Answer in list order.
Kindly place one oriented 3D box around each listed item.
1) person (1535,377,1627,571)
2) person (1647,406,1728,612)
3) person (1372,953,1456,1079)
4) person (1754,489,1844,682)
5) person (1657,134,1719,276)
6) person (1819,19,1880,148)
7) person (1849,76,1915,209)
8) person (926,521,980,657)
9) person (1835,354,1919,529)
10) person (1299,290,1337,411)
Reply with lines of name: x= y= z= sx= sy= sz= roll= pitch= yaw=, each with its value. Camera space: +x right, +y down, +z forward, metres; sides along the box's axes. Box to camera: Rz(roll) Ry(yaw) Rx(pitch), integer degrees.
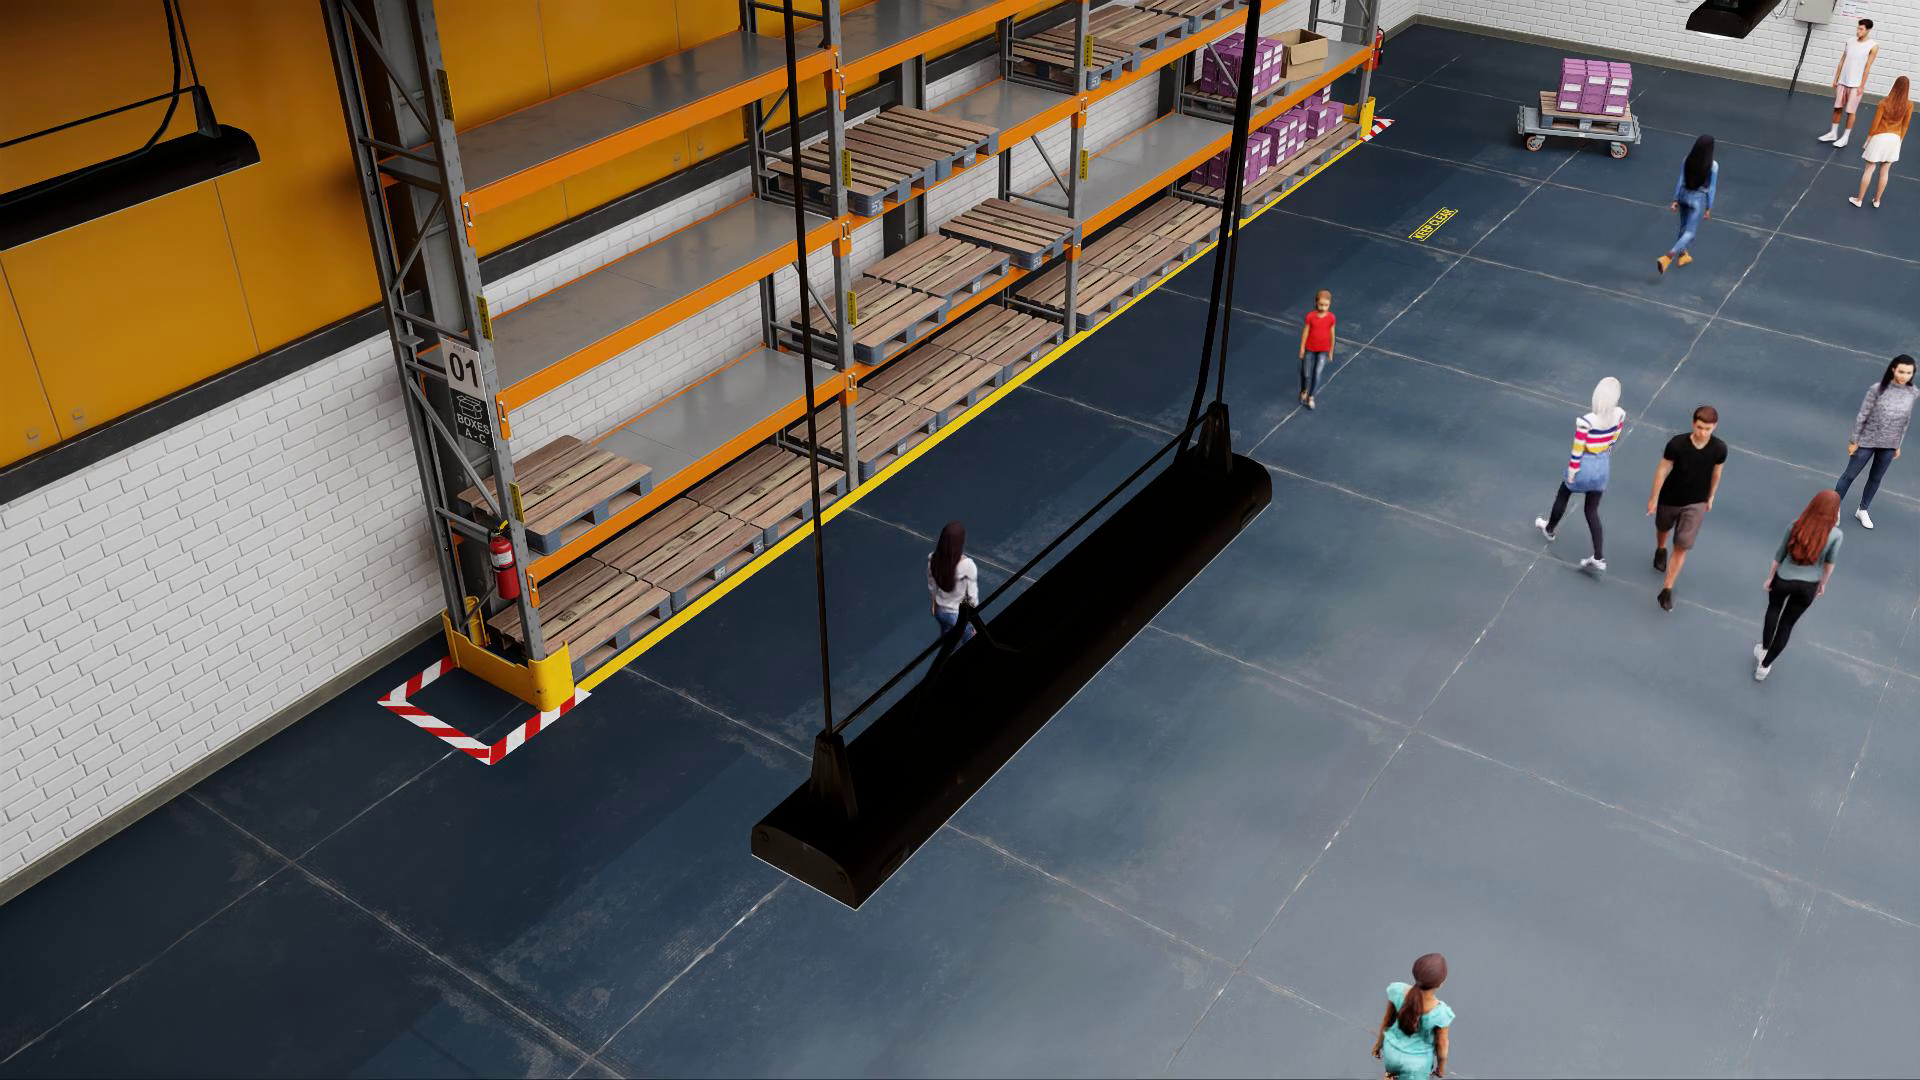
person: x=5.589 y=-0.555 z=14.599 sx=1.165 sy=1.772 sz=1.179 roll=-9 pitch=35 yaw=-13
person: x=6.224 y=-0.393 z=14.324 sx=0.889 sy=1.806 sz=1.313 roll=11 pitch=35 yaw=16
person: x=2.522 y=2.973 z=9.493 sx=0.561 sy=1.547 sz=0.598 roll=25 pitch=41 yaw=32
person: x=6.617 y=0.409 z=13.189 sx=0.642 sy=1.727 sz=0.694 roll=16 pitch=37 yaw=22
person: x=8.678 y=-3.962 z=19.801 sx=1.178 sy=1.686 sz=0.830 roll=-24 pitch=40 yaw=-31
person: x=12.619 y=-6.472 z=23.494 sx=0.738 sy=1.779 sz=0.736 roll=-17 pitch=37 yaw=-24
person: x=12.000 y=-5.163 z=21.575 sx=0.697 sy=1.723 sz=0.707 roll=5 pitch=34 yaw=7
person: x=-0.083 y=0.624 z=12.964 sx=0.637 sy=1.619 sz=0.708 roll=20 pitch=38 yaw=27
person: x=8.370 y=-0.912 z=15.171 sx=0.693 sy=1.732 sz=0.683 roll=4 pitch=34 yaw=6
person: x=3.677 y=-2.002 z=17.196 sx=0.583 sy=1.306 sz=0.627 roll=3 pitch=34 yaw=4
